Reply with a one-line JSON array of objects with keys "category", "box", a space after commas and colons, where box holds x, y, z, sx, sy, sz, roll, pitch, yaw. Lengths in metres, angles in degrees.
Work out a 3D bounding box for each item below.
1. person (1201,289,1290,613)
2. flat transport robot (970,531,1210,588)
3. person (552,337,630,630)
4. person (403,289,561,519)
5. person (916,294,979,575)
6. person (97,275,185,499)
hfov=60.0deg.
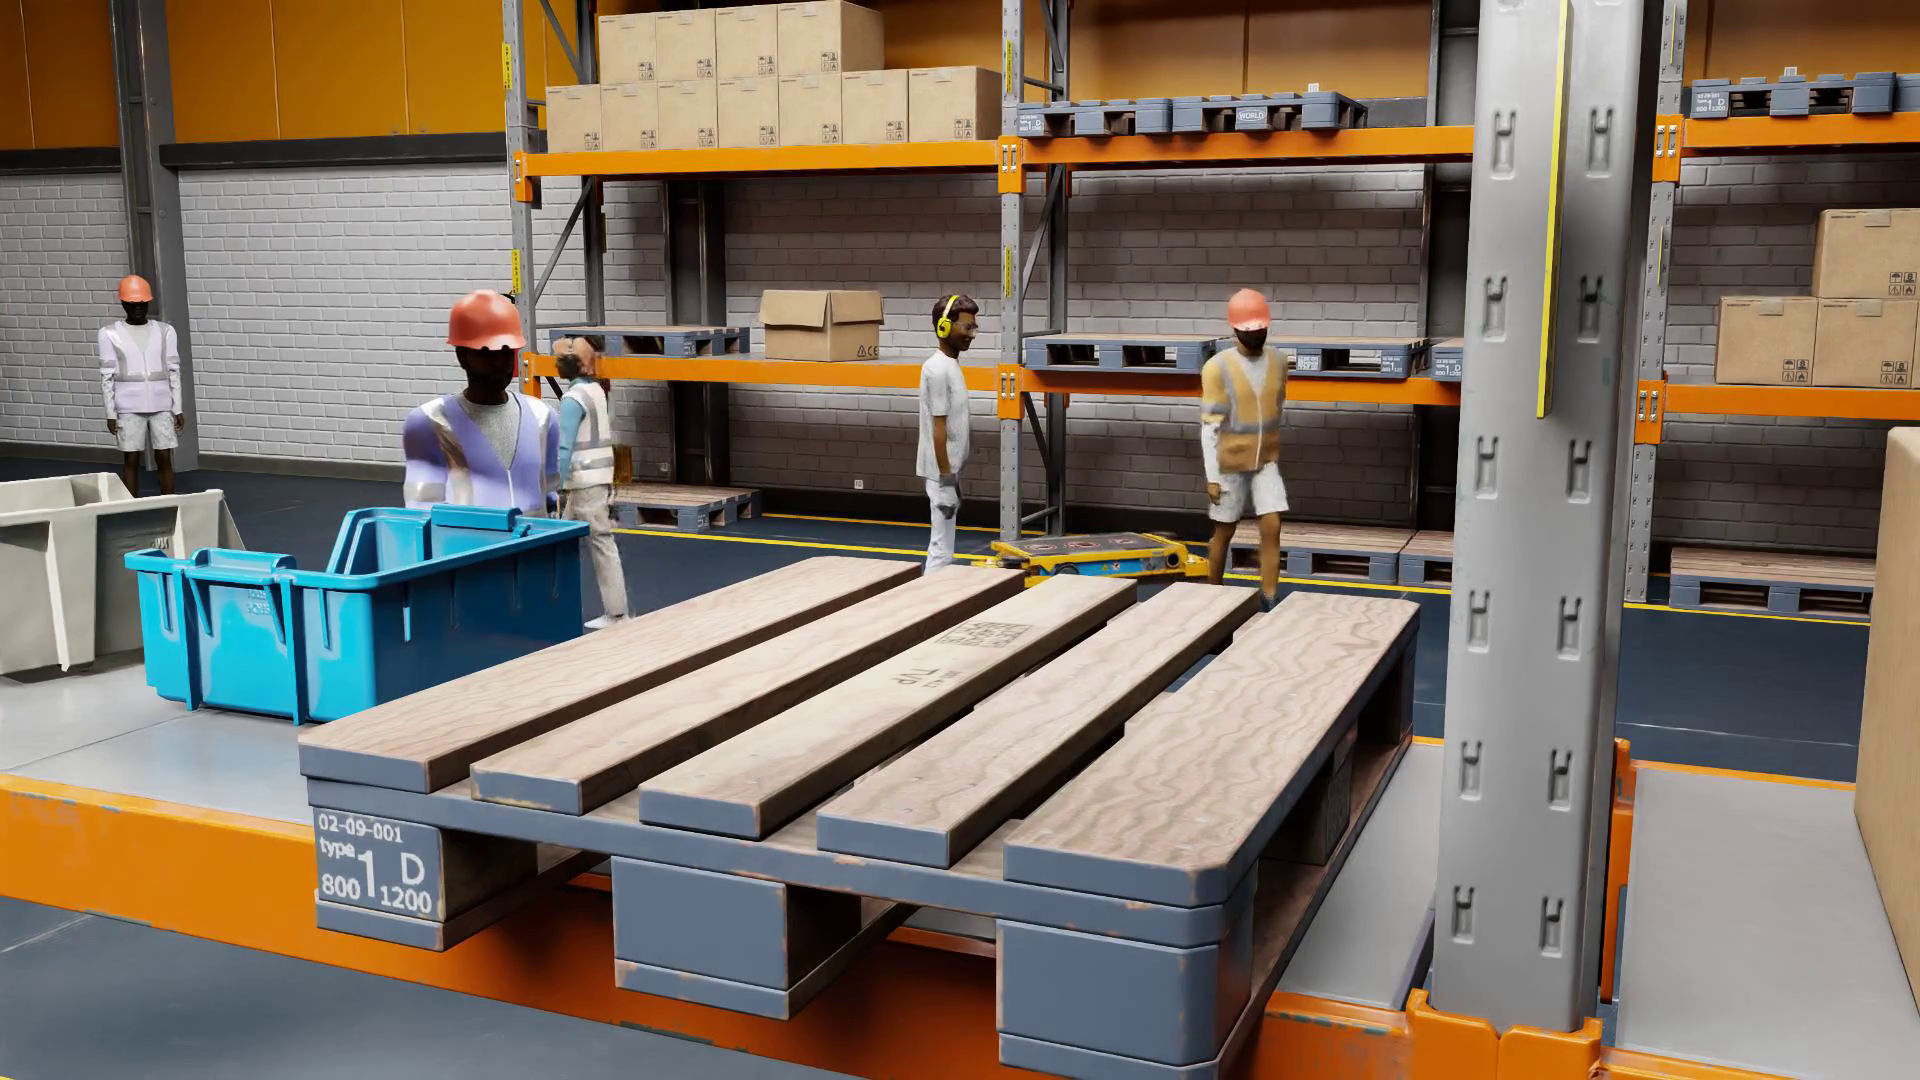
[{"category": "person", "box": [1.550, -0.412, 9.024, 0.550, 1.876, 0.866, -3, 10, -18]}, {"category": "flat transport robot", "box": [0.849, 0.115, 10.673, 1.431, 0.197, 0.652, -4, 10, -21]}, {"category": "person", "box": [-2.168, -0.299, 9.117, 0.745, 1.606, 0.546, 0, 9, 1]}, {"category": "person", "box": [-1.508, 0.160, 5.424, 0.552, 1.935, 0.370, -9, 13, -44]}, {"category": "person", "box": [-0.055, -0.298, 8.414, 0.327, 1.857, 0.517, 0, 9, 1]}, {"category": "person", "box": [-6.036, -0.984, 12.307, 0.543, 1.930, 0.386, -7, 12, -38]}]
